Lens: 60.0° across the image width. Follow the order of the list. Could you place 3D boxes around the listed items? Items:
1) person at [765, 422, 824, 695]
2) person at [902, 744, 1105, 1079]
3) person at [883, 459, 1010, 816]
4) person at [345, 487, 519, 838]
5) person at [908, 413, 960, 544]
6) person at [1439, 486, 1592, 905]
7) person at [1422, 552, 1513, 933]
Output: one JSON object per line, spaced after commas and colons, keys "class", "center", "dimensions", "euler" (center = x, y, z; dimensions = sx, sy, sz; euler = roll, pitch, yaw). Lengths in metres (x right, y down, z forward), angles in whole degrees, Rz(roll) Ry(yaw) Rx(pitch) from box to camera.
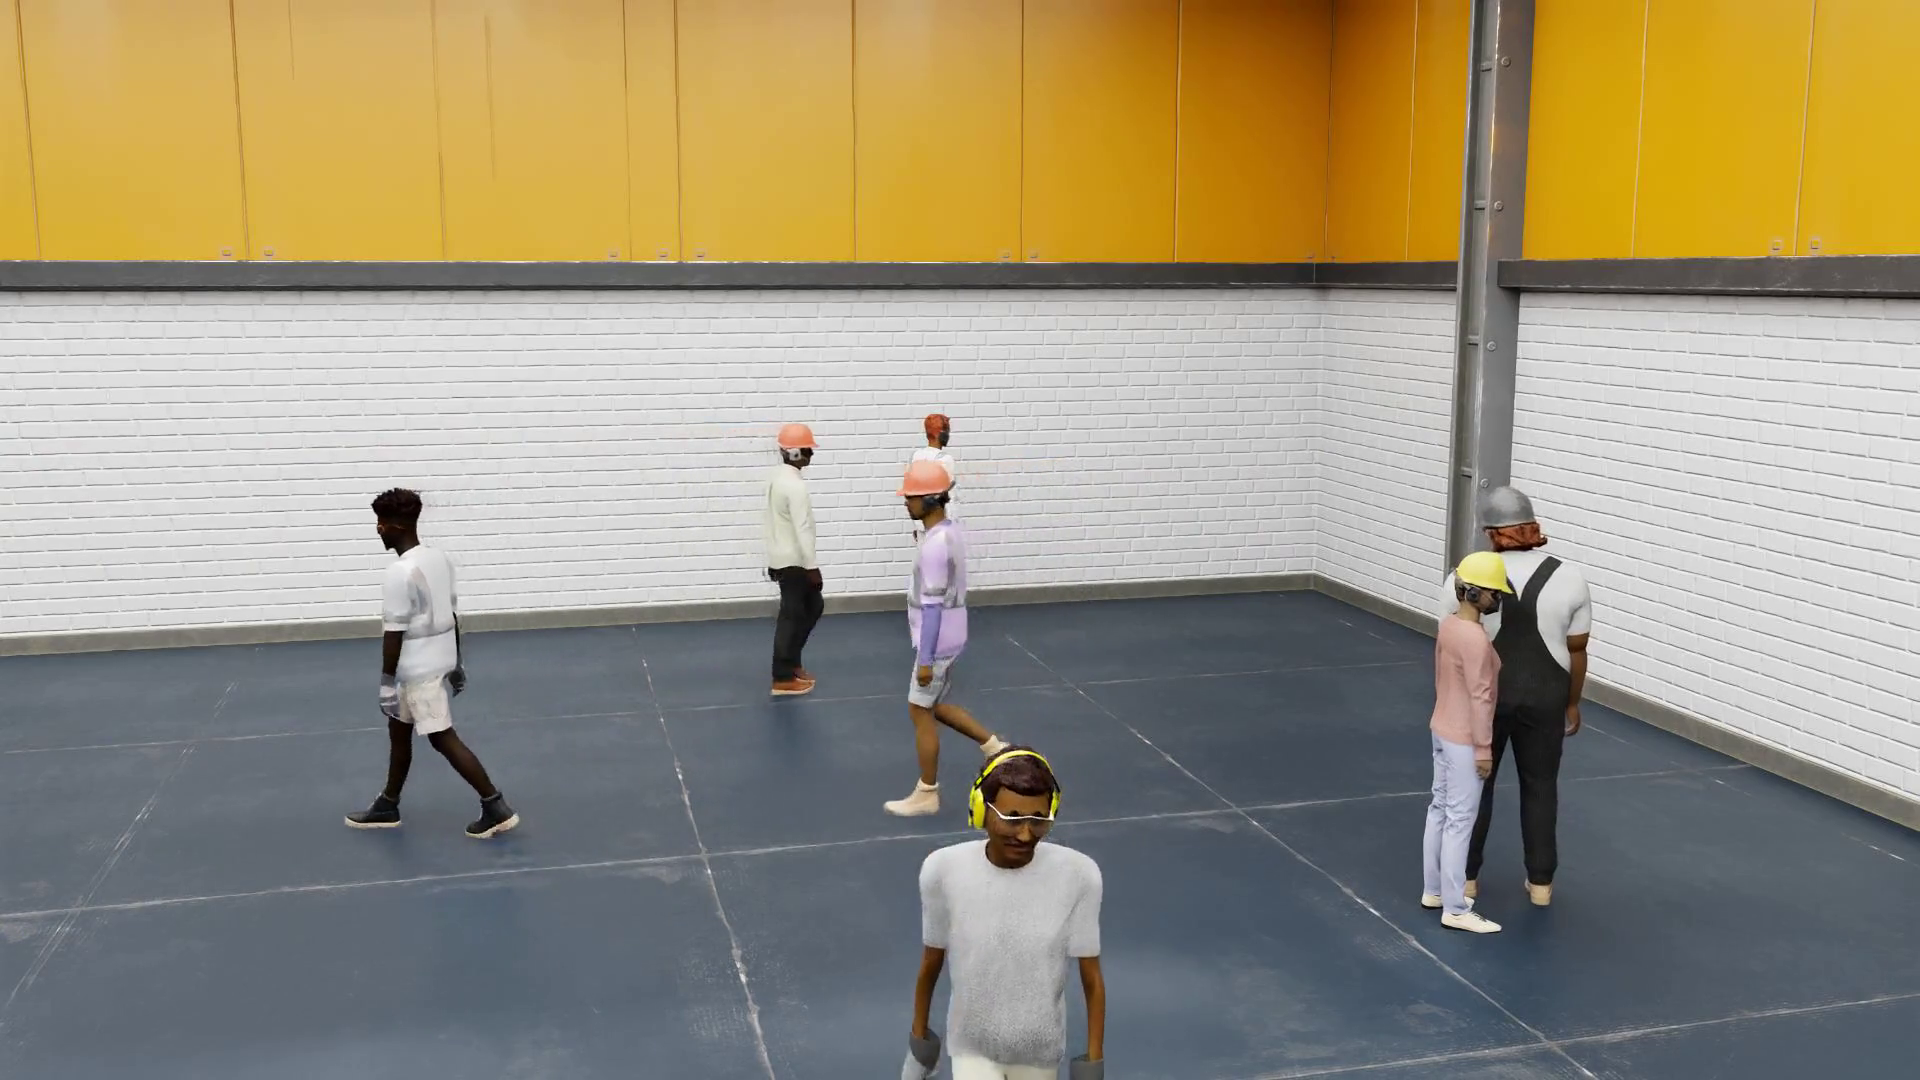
{"class": "person", "center": [-1.152, 0.143, 11.918], "dimensions": [0.516, 1.972, 0.634], "euler": [-3, 9, -15]}
{"class": "person", "center": [0.115, 1.412, 4.564], "dimensions": [0.571, 1.818, 1.003], "euler": [0, 9, 0]}
{"class": "person", "center": [-0.050, 0.556, 9.238], "dimensions": [0.688, 2.022, 0.611], "euler": [1, 9, 6]}
{"class": "person", "center": [-2.846, 0.664, 8.906], "dimensions": [1.007, 1.914, 0.606], "euler": [1, 9, 4]}
{"class": "person", "center": [-0.201, -0.107, 13.774], "dimensions": [0.342, 1.883, 0.587], "euler": [-7, 12, -39]}
{"class": "person", "center": [2.655, 0.733, 8.044], "dimensions": [0.688, 2.000, 0.535], "euler": [2, 9, 12]}
{"class": "person", "center": [2.361, 0.925, 7.730], "dimensions": [0.327, 1.761, 0.522], "euler": [0, 9, -2]}
